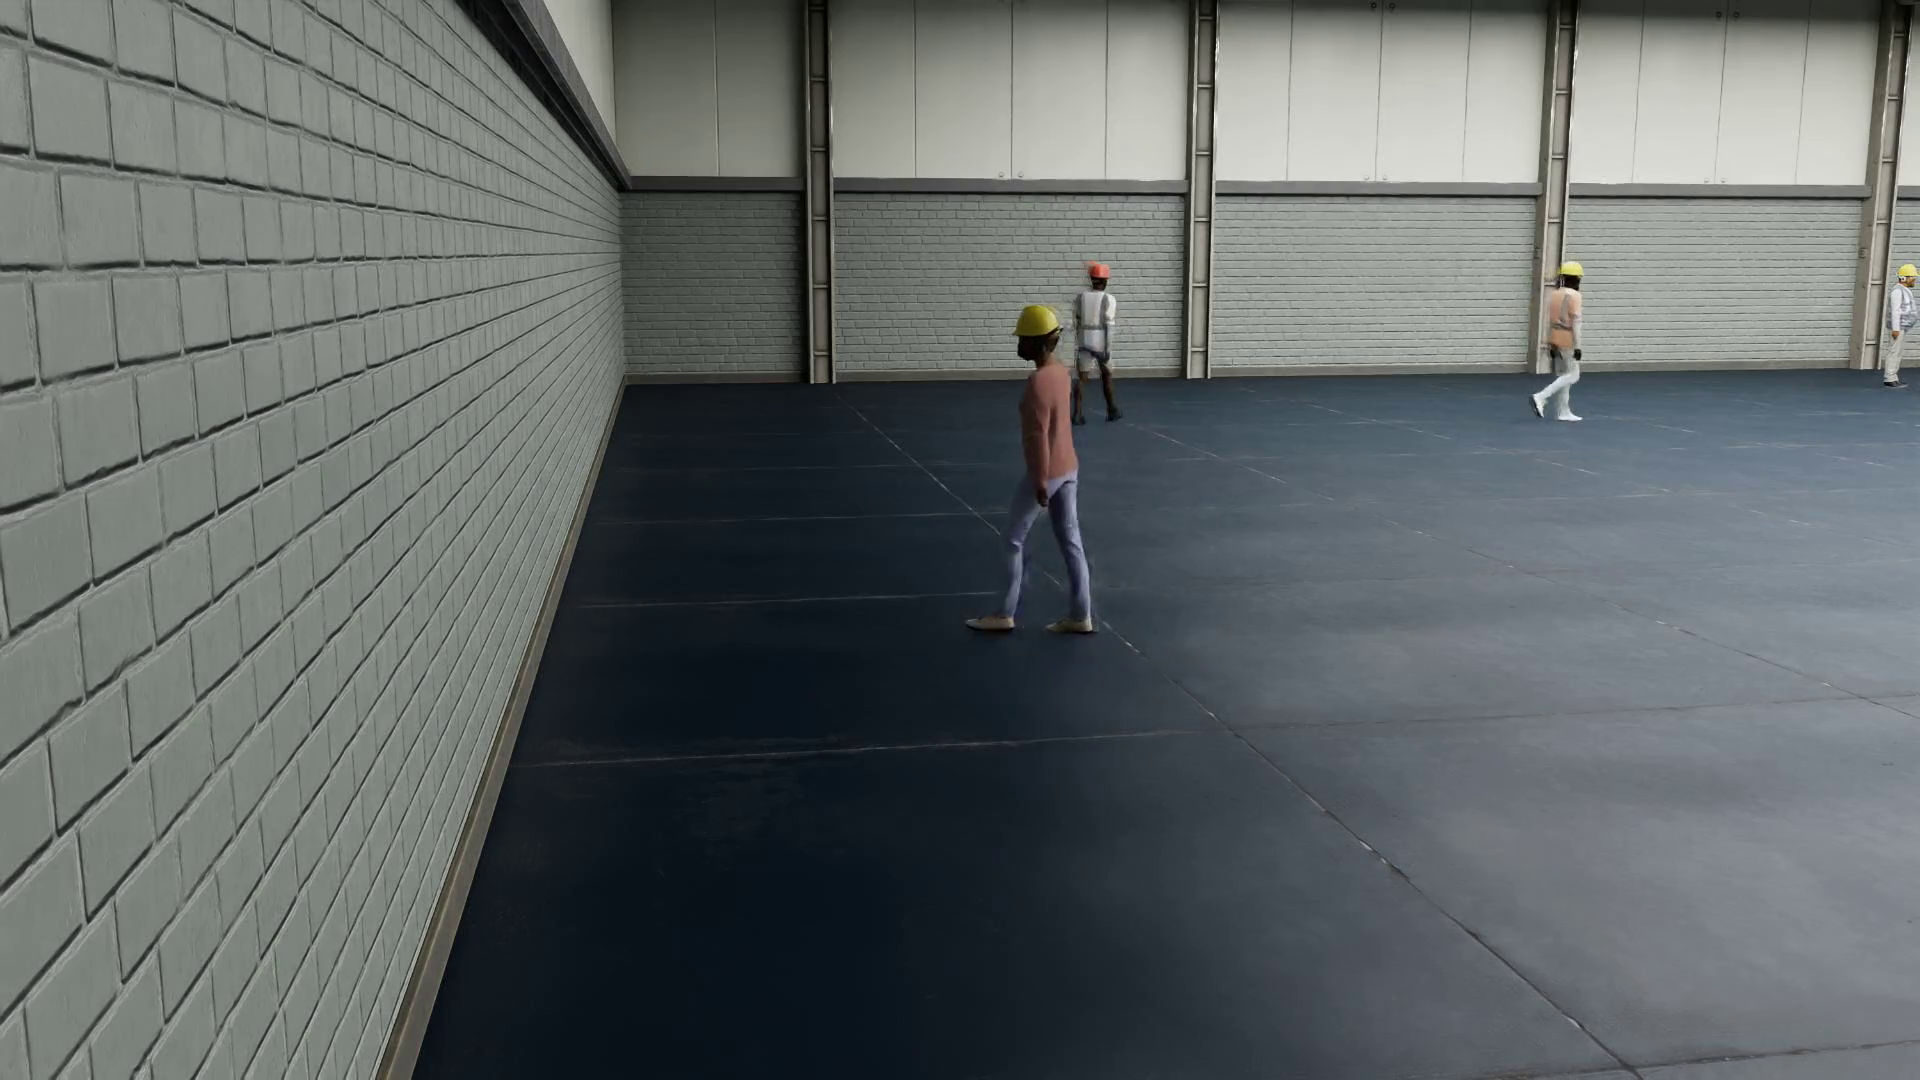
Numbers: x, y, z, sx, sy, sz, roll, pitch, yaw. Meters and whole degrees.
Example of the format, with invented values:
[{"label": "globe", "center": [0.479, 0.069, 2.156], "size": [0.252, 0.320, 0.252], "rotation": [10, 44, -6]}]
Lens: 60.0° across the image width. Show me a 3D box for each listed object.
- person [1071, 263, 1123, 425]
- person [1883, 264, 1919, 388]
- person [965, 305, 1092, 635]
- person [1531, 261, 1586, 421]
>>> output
[{"label": "person", "center": [1.597, -2.298, 19.547], "size": [0.551, 1.886, 1.011], "rotation": [5, 11, 28]}, {"label": "person", "center": [13.962, -3.167, 24.672], "size": [0.403, 1.832, 0.593], "rotation": [8, 13, 40]}, {"label": "person", "center": [0.370, -0.356, 8.784], "size": [0.777, 1.738, 0.539], "rotation": [4, 11, 24]}, {"label": "person", "center": [7.115, -2.339, 19.678], "size": [0.628, 1.912, 0.608], "rotation": [-1, 10, -7]}]
